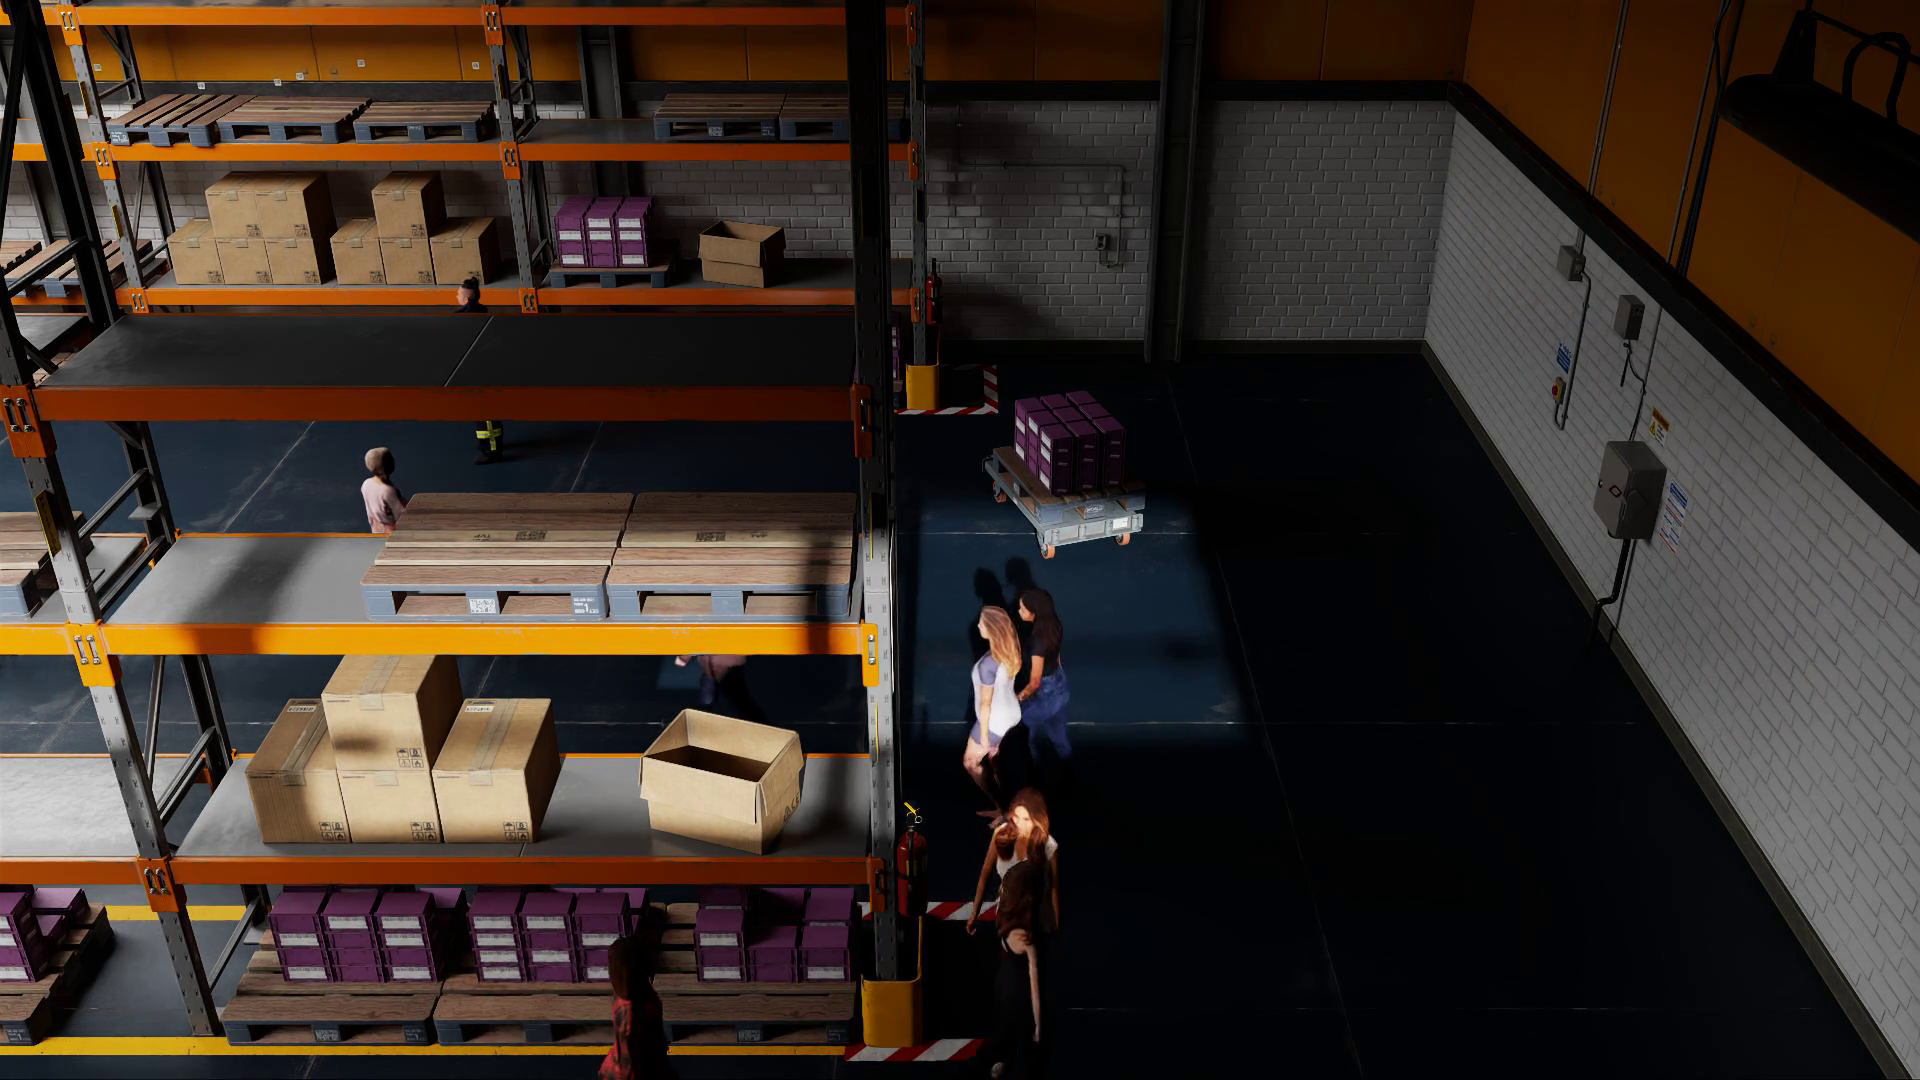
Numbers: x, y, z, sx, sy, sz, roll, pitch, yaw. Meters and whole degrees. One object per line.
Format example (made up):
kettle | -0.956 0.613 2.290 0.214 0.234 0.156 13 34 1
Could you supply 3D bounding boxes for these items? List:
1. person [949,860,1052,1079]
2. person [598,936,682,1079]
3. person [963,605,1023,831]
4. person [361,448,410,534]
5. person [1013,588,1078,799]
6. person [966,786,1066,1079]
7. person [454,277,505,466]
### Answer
person | 0.233 2.416 8.770 0.985 1.734 0.787 -9 30 -15
person | -1.685 2.681 8.367 1.118 1.657 0.767 -5 29 -10
person | 0.320 1.211 10.996 0.780 1.718 0.728 16 32 27
person | -4.484 0.045 13.161 0.661 1.692 0.747 18 33 29
person | 0.622 1.112 11.187 0.775 1.709 0.712 15 32 26
person | 0.405 2.074 9.372 0.979 1.759 0.977 19 34 31
person | -4.657 -1.658 16.108 0.730 1.860 0.782 -4 29 -7
